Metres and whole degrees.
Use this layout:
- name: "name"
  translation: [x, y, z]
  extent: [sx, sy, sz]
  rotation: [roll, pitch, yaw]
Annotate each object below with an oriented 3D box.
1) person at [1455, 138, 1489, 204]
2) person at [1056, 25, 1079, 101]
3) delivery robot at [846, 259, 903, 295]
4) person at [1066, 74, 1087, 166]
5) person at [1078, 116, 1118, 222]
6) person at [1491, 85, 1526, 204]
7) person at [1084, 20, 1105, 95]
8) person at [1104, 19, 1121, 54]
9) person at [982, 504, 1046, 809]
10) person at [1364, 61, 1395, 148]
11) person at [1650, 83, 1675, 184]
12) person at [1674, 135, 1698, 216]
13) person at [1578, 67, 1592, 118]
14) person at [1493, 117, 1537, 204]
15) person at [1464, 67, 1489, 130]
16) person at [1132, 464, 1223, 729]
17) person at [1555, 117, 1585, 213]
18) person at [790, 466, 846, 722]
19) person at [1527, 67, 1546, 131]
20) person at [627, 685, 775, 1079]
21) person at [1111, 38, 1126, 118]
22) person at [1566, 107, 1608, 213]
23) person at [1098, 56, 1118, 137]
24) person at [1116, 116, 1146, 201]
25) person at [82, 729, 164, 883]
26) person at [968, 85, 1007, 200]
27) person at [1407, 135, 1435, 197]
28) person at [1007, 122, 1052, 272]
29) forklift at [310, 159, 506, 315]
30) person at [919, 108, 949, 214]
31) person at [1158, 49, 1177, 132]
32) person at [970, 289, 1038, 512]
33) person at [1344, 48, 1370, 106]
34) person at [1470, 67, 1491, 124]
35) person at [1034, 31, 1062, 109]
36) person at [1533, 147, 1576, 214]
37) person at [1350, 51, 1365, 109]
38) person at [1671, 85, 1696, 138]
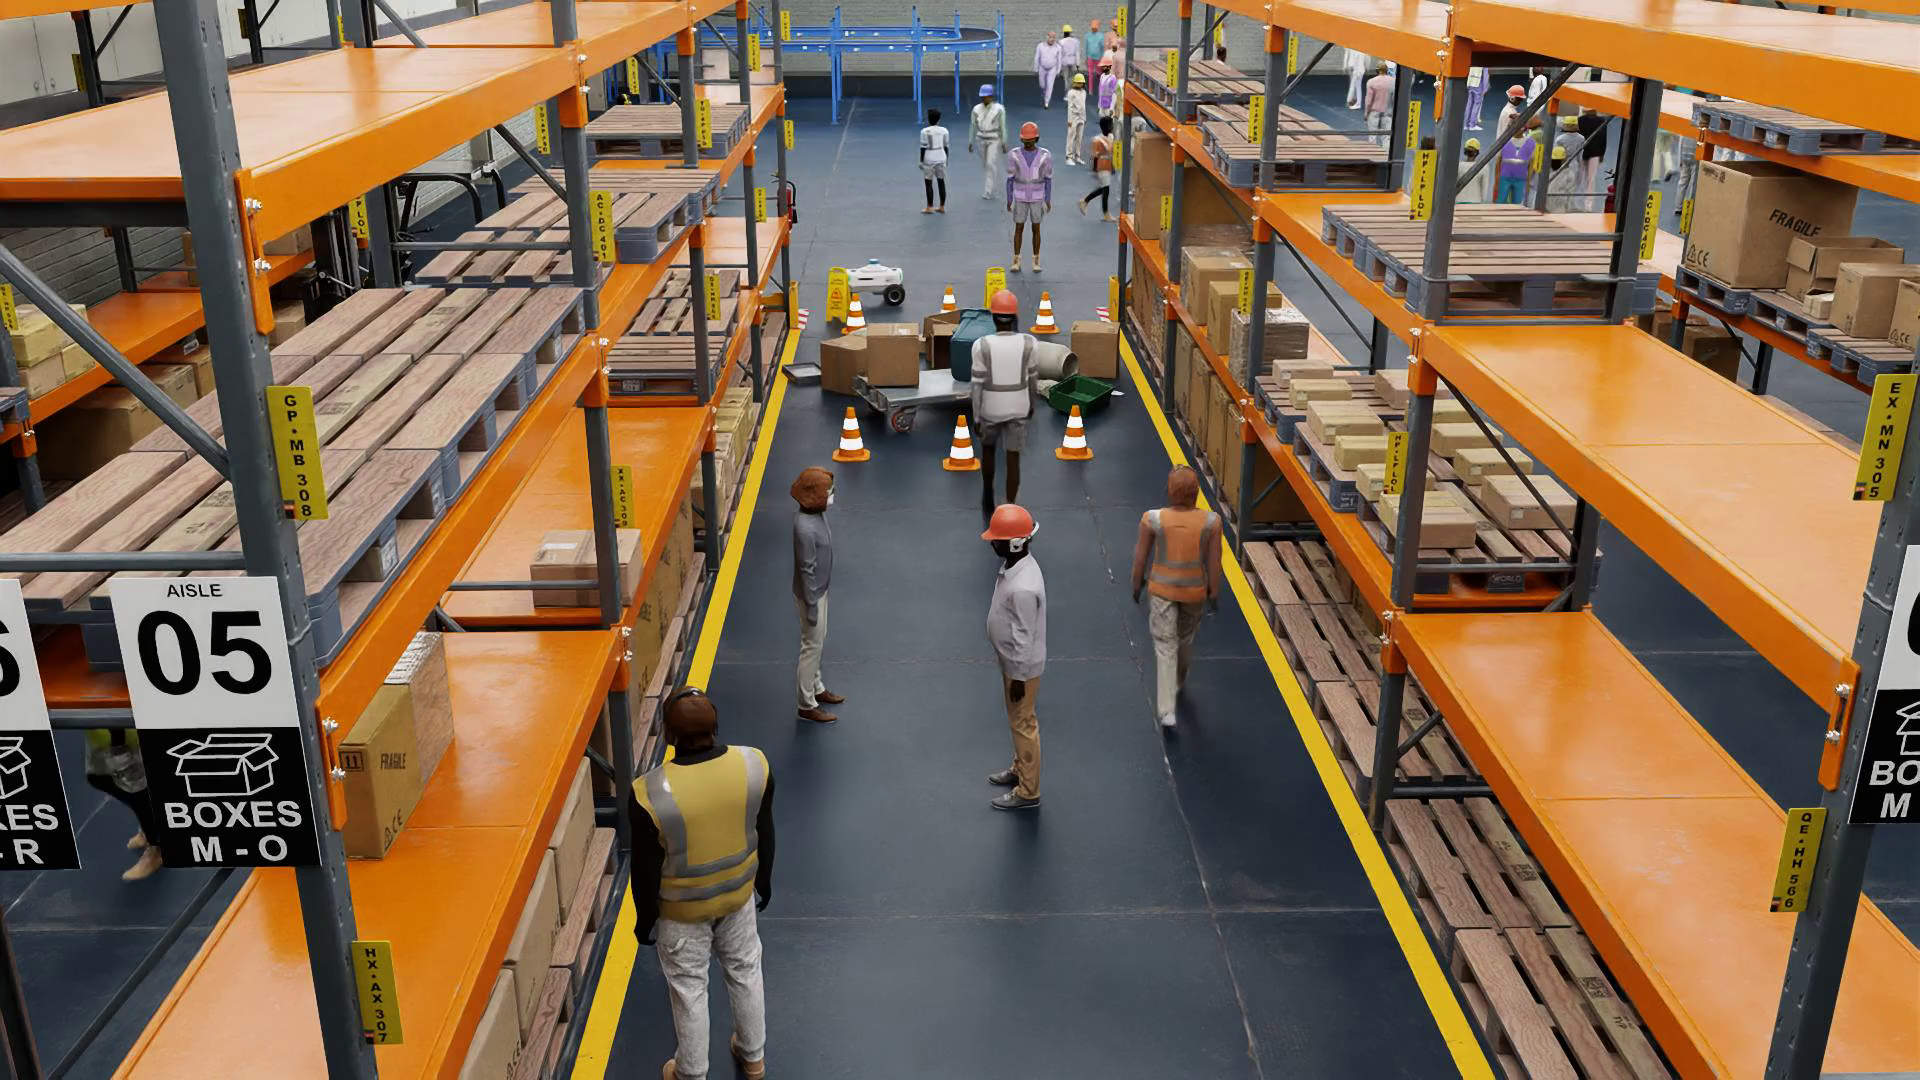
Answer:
- name: "person"
  translation: [7.038, -4.677, 23.109]
  extent: [0.526, 1.760, 0.337]
  rotation: [4, 21, 10]
- name: "person"
  translation: [2.782, -12.497, 43.551]
  extent: [0.600, 1.908, 0.638]
  rotation: [-8, 22, -20]
- name: "delivery robot"
  translation: [-1.092, -3.307, 21.031]
  extent: [0.707, 0.478, 0.477]
  rotation: [-3, 21, -9]
- name: "person"
  translation: [2.297, -8.204, 32.452]
  extent: [0.492, 1.742, 0.324]
  rotation: [-19, 28, -41]
- name: "person"
  translation: [2.216, -5.938, 26.559]
  extent: [0.688, 1.672, 0.536]
  rotation: [10, 23, 25]
- name: "person"
  translation: [9.230, -6.640, 27.994]
  extent: [0.410, 1.980, 0.624]
  rotation: [9, 22, 22]
- name: "person"
  translation: [3.675, -13.088, 45.050]
  extent: [0.635, 1.961, 0.769]
  rotation: [6, 22, 16]
- name: "person"
  translation: [4.123, -12.995, 44.765]
  extent: [0.609, 1.996, 0.383]
  rotation: [-18, 27, -40]
- name: "person"
  translation: [0.289, 0.632, 9.101]
  extent: [0.348, 1.744, 0.558]
  rotation: [-2, 21, -6]
- name: "person"
  translation: [8.258, -8.438, 32.799]
  extent: [0.632, 1.940, 0.372]
  rotation: [-5, 21, -12]
- name: "person"
  translation: [12.765, -7.384, 30.169]
  extent: [0.584, 1.822, 0.458]
  rotation: [-2, 21, -6]
- name: "person"
  translation: [11.859, -6.118, 26.827]
  extent: [0.403, 1.823, 0.586]
  rotation: [-10, 23, -25]
- name: "person"
  translation: [14.478, -10.477, 38.627]
  extent: [0.285, 1.622, 0.512]
  rotation: [13, 24, 31]
- name: "person"
  translation: [8.273, -5.395, 24.883]
  extent: [0.565, 1.846, 0.390]
  rotation: [4, 21, 10]
- name: "person"
  translation: [11.693, -10.236, 37.603]
  extent: [0.415, 1.907, 0.596]
  rotation: [-10, 23, -25]
- name: "person"
  translation: [1.316, 0.323, 10.116]
  extent: [0.528, 1.599, 0.844]
  rotation: [0, 21, 0]
- name: "person"
  translation: [9.523, -5.811, 26.142]
  extent: [0.481, 1.734, 0.329]
  rotation: [-1, 21, -4]
- name: "person"
  translation: [-0.871, 0.324, 10.079]
  extent: [0.294, 1.623, 0.507]
  rotation: [1, 21, 2]
- name: "person"
  translation: [11.606, -8.699, 33.568]
  extent: [0.337, 1.879, 0.585]
  rotation: [12, 24, 29]
- name: "person"
  translation: [-1.053, 1.448, 6.808]
  extent: [0.633, 1.840, 0.429]
  rotation: [-13, 24, -31]
- name: "person"
  translation: [3.902, -10.958, 39.567]
  extent: [0.657, 1.876, 0.876]
  rotation: [-14, 25, -32]
- name: "person"
  translation: [10.188, -6.253, 27.056]
  extent: [0.626, 1.933, 0.862]
  rotation: [3, 21, 7]
- name: "person"
  translation: [2.972, -8.856, 33.904]
  extent: [0.360, 1.939, 0.543]
  rotation: [-11, 23, -27]
- name: "person"
  translation: [2.915, -6.669, 28.414]
  extent: [0.491, 1.733, 0.317]
  rotation: [3, 21, 7]
- name: "person"
  translation: [-4.216, 0.959, 8.324]
  extent: [0.393, 1.674, 0.555]
  rotation: [-17, 27, -38]
- name: "person"
  translation: [0.416, -6.801, 28.491]
  extent: [0.656, 1.914, 0.836]
  rotation: [10, 23, 25]
- name: "person"
  translation: [6.413, -4.637, 22.906]
  extent: [0.644, 1.830, 0.535]
  rotation: [-13, 24, -31]
- name: "person"
  translation: [0.940, -4.664, 22.682]
  extent: [0.614, 2.039, 0.394]
  rotation: [1, 21, 3]
- name: "forklift"
  translation: [-5.622, -2.910, 17.832]
  extent: [2.313, 2.155, 1.214]
  rotation: [-1, 21, -1]
- name: "person"
  translation: [-0.409, -6.194, 27.216]
  extent: [0.548, 1.688, 0.325]
  rotation: [-14, 25, -32]
- name: "person"
  translation: [4.560, -9.746, 36.328]
  extent: [0.457, 1.894, 0.726]
  rotation: [-4, 21, -10]
- name: "person"
  translation: [0.343, -1.085, 13.411]
  extent: [0.556, 1.914, 0.737]
  rotation: [-2, 21, -4]
- name: "person"
  translation: [10.205, -12.122, 42.604]
  extent: [0.630, 1.886, 0.979]
  rotation: [19, 28, 40]
- name: "person"
  translation: [12.159, -10.694, 38.888]
  extent: [0.567, 1.873, 0.455]
  rotation: [-2, 21, -6]
- name: "person"
  translation: [2.211, -11.840, 41.871]
  extent: [0.679, 1.879, 0.671]
  rotation: [2, 21, 4]
- name: "person"
  translation: [8.104, -4.519, 22.779]
  extent: [0.489, 1.689, 0.903]
  rotation: [13, 25, 32]
- name: "person"
  translation: [9.975, -11.716, 41.708]
  extent: [0.332, 1.765, 0.533]
  rotation: [4, 21, 10]
- name: "person"
  translation: [15.756, -9.717, 36.359]
  extent: [0.533, 1.813, 0.854]
  rotation: [18, 27, 39]
